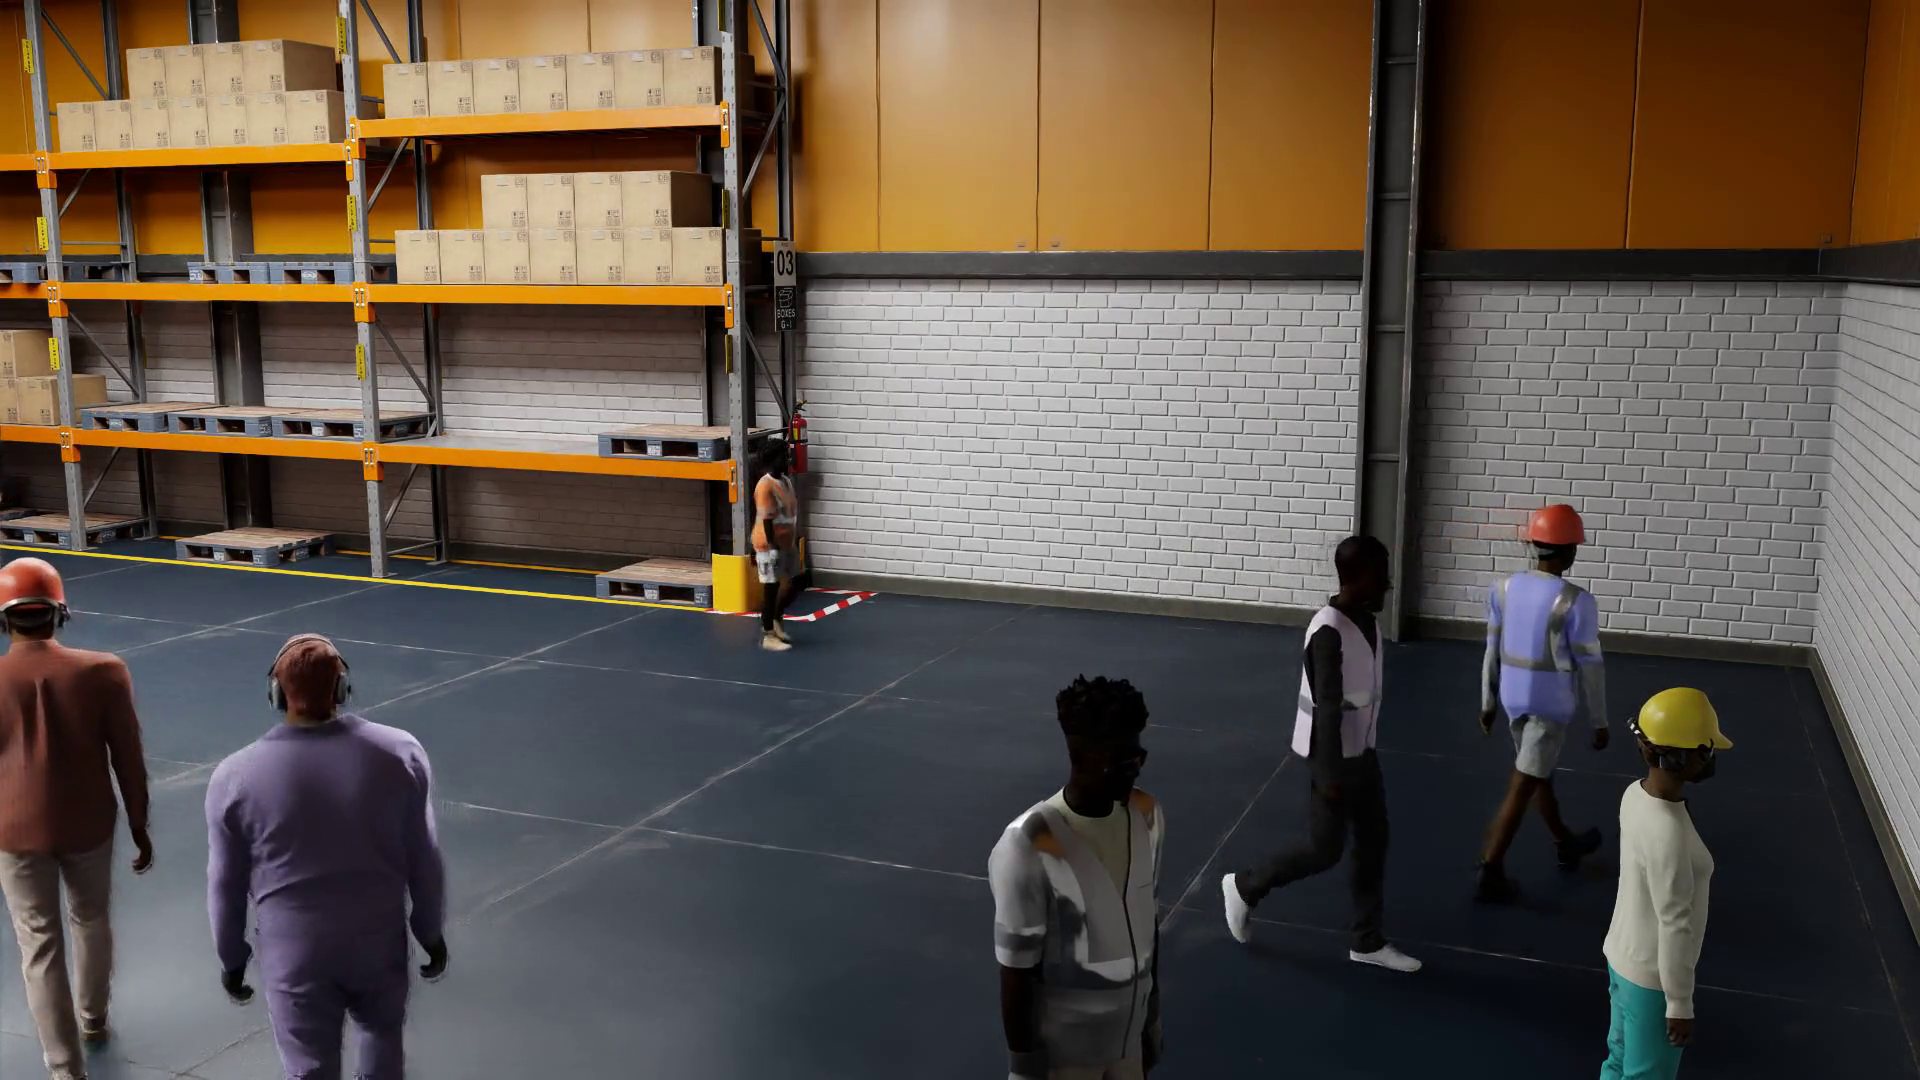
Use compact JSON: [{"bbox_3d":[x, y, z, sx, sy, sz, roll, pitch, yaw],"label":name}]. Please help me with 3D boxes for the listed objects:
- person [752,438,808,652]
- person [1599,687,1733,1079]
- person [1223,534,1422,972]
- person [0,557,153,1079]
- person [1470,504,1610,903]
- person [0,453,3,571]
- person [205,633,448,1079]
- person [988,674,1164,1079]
[{"bbox_3d":[-1.409,0.048,12.938,0.370,1.684,0.539,4,10,22],"label":"person"},{"bbox_3d":[2.119,1.309,5.041,0.308,1.769,0.525,2,9,9],"label":"person"},{"bbox_3d":[1.576,0.902,7.132,0.780,1.894,0.599,6,11,33],"label":"person"},{"bbox_3d":[-3.384,1.026,6.157,0.653,1.955,0.933,-6,11,-33],"label":"person"},{"bbox_3d":[2.835,0.766,7.971,1.006,1.878,0.564,-6,11,-32],"label":"person"},{"bbox_3d":[-9.095,-0.454,15.202,0.637,1.953,0.639,-5,10,-26],"label":"person"},{"bbox_3d":[-1.967,1.221,5.182,0.677,1.889,0.462,-5,10,-26],"label":"person"},{"bbox_3d":[0.335,1.309,4.468,0.606,1.958,0.375,-9,13,-43],"label":"person"}]
